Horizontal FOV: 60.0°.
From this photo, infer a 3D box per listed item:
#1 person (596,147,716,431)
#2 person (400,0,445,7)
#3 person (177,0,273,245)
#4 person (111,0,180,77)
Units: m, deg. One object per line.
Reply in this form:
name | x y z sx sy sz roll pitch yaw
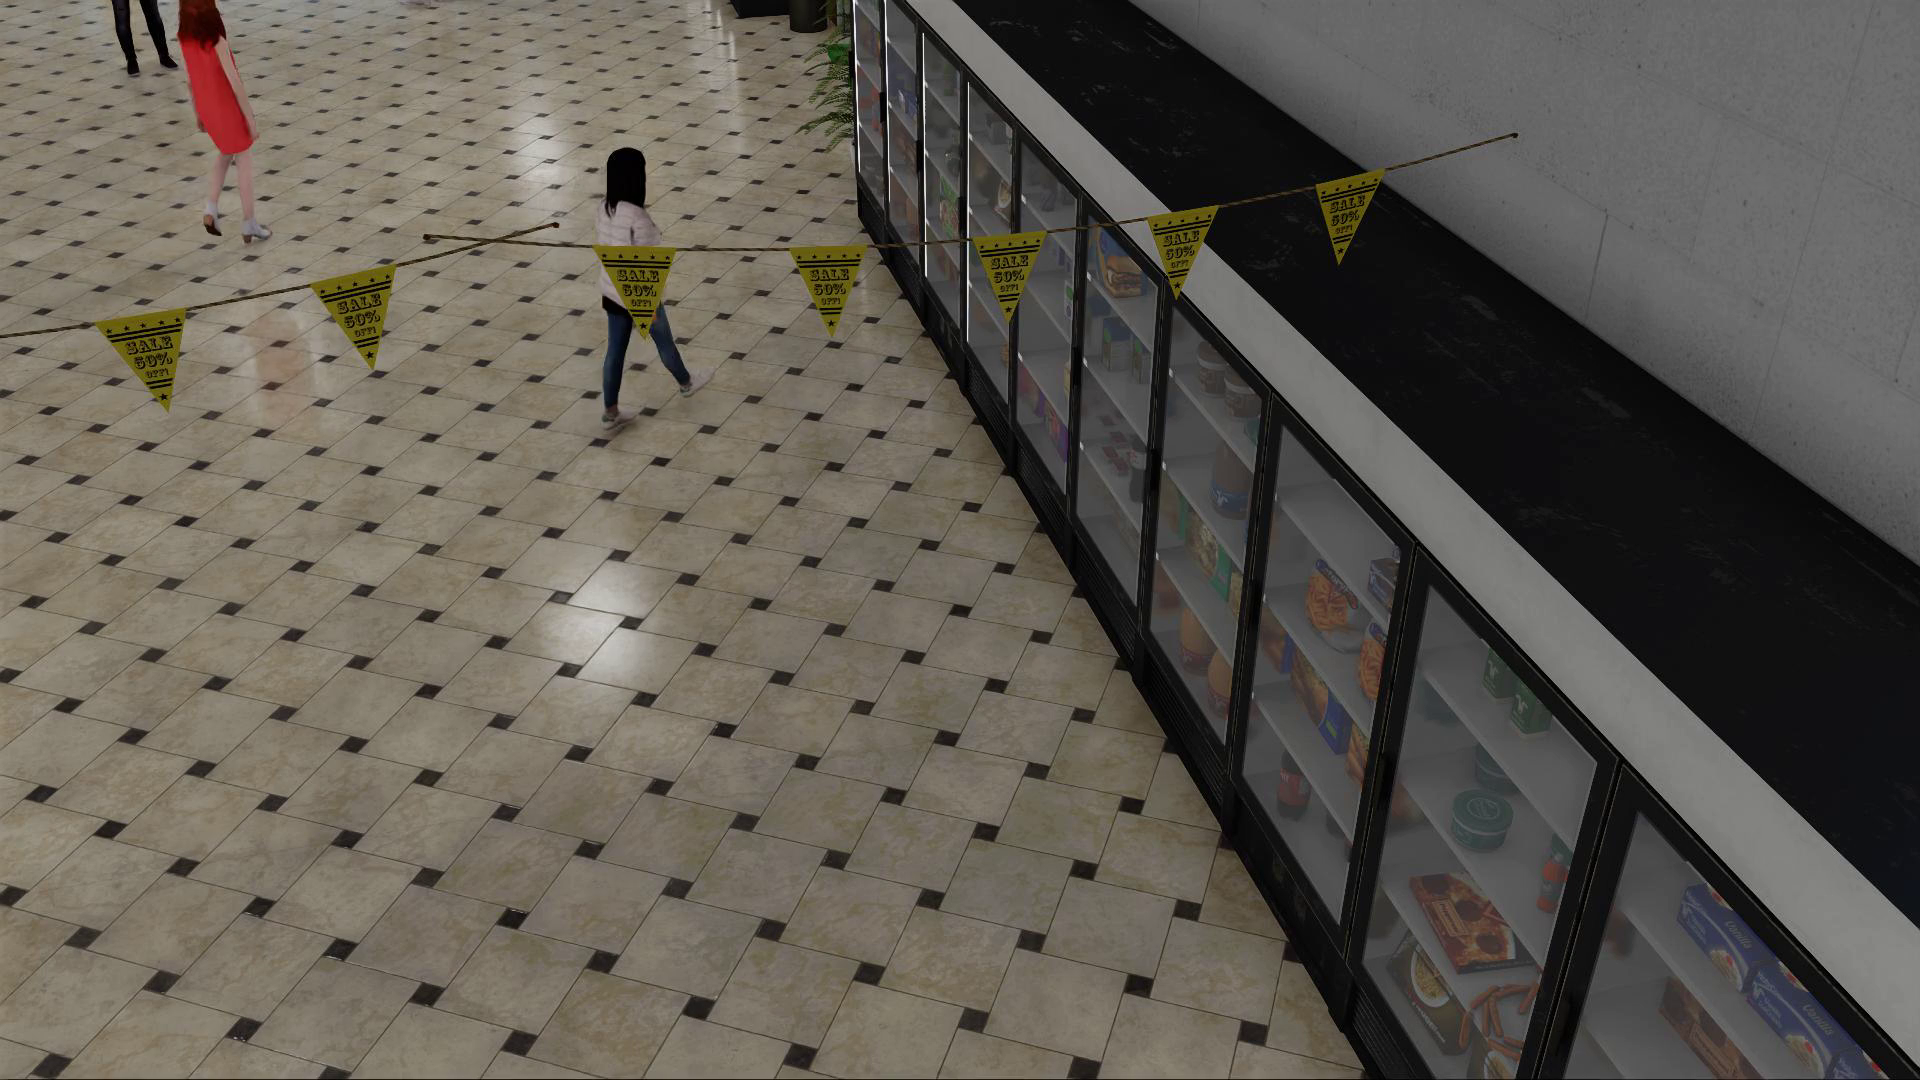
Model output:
person | -1.899 -1.363 9.328 1.014 1.597 1.137 22 38 31
person | -5.688 -6.637 17.527 0.830 1.890 0.990 -19 37 -28
person | -5.209 -2.905 11.601 0.829 1.813 0.874 11 34 17
person | -7.693 -5.263 15.367 0.661 1.838 0.810 -22 38 -31
